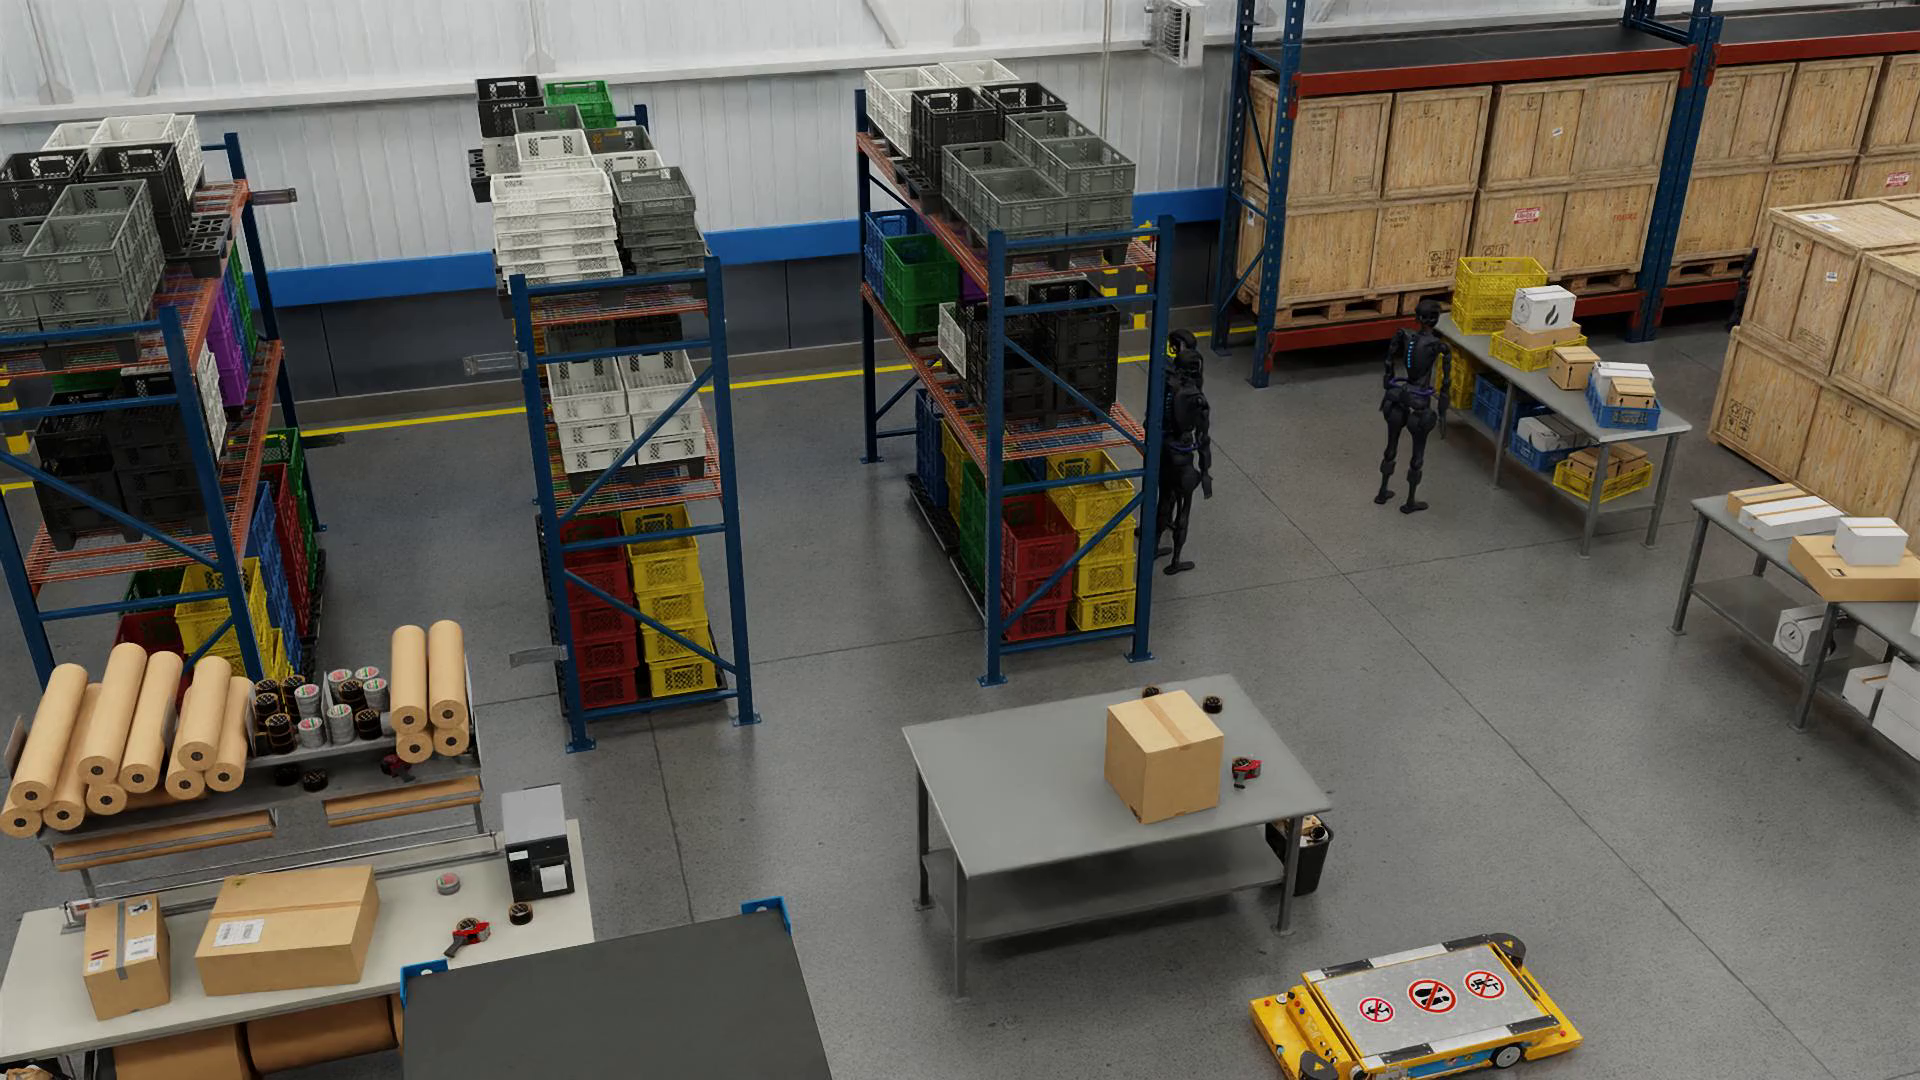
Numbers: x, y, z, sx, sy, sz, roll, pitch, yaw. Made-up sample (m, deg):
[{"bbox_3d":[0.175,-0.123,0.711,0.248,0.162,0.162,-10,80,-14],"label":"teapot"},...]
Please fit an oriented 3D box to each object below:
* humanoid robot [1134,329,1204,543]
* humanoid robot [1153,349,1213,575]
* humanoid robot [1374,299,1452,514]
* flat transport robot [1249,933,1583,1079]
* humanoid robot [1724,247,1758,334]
[{"bbox_3d":[1.526,-0.758,12.075,0.576,1.651,0.340,-21,35,-33],"label":"humanoid robot"},{"bbox_3d":[1.554,-0.563,11.725,0.337,1.654,0.568,-14,32,-24],"label":"humanoid robot"},{"bbox_3d":[3.413,-1.025,12.549,0.327,1.657,0.591,-24,37,-36],"label":"humanoid robot"},{"bbox_3d":[2.184,2.282,7.980,1.431,0.197,0.652,-8,30,-14],"label":"flat transport robot"},{"bbox_3d":[6.912,-1.968,14.266,0.608,1.657,0.314,2,29,3],"label":"humanoid robot"}]
